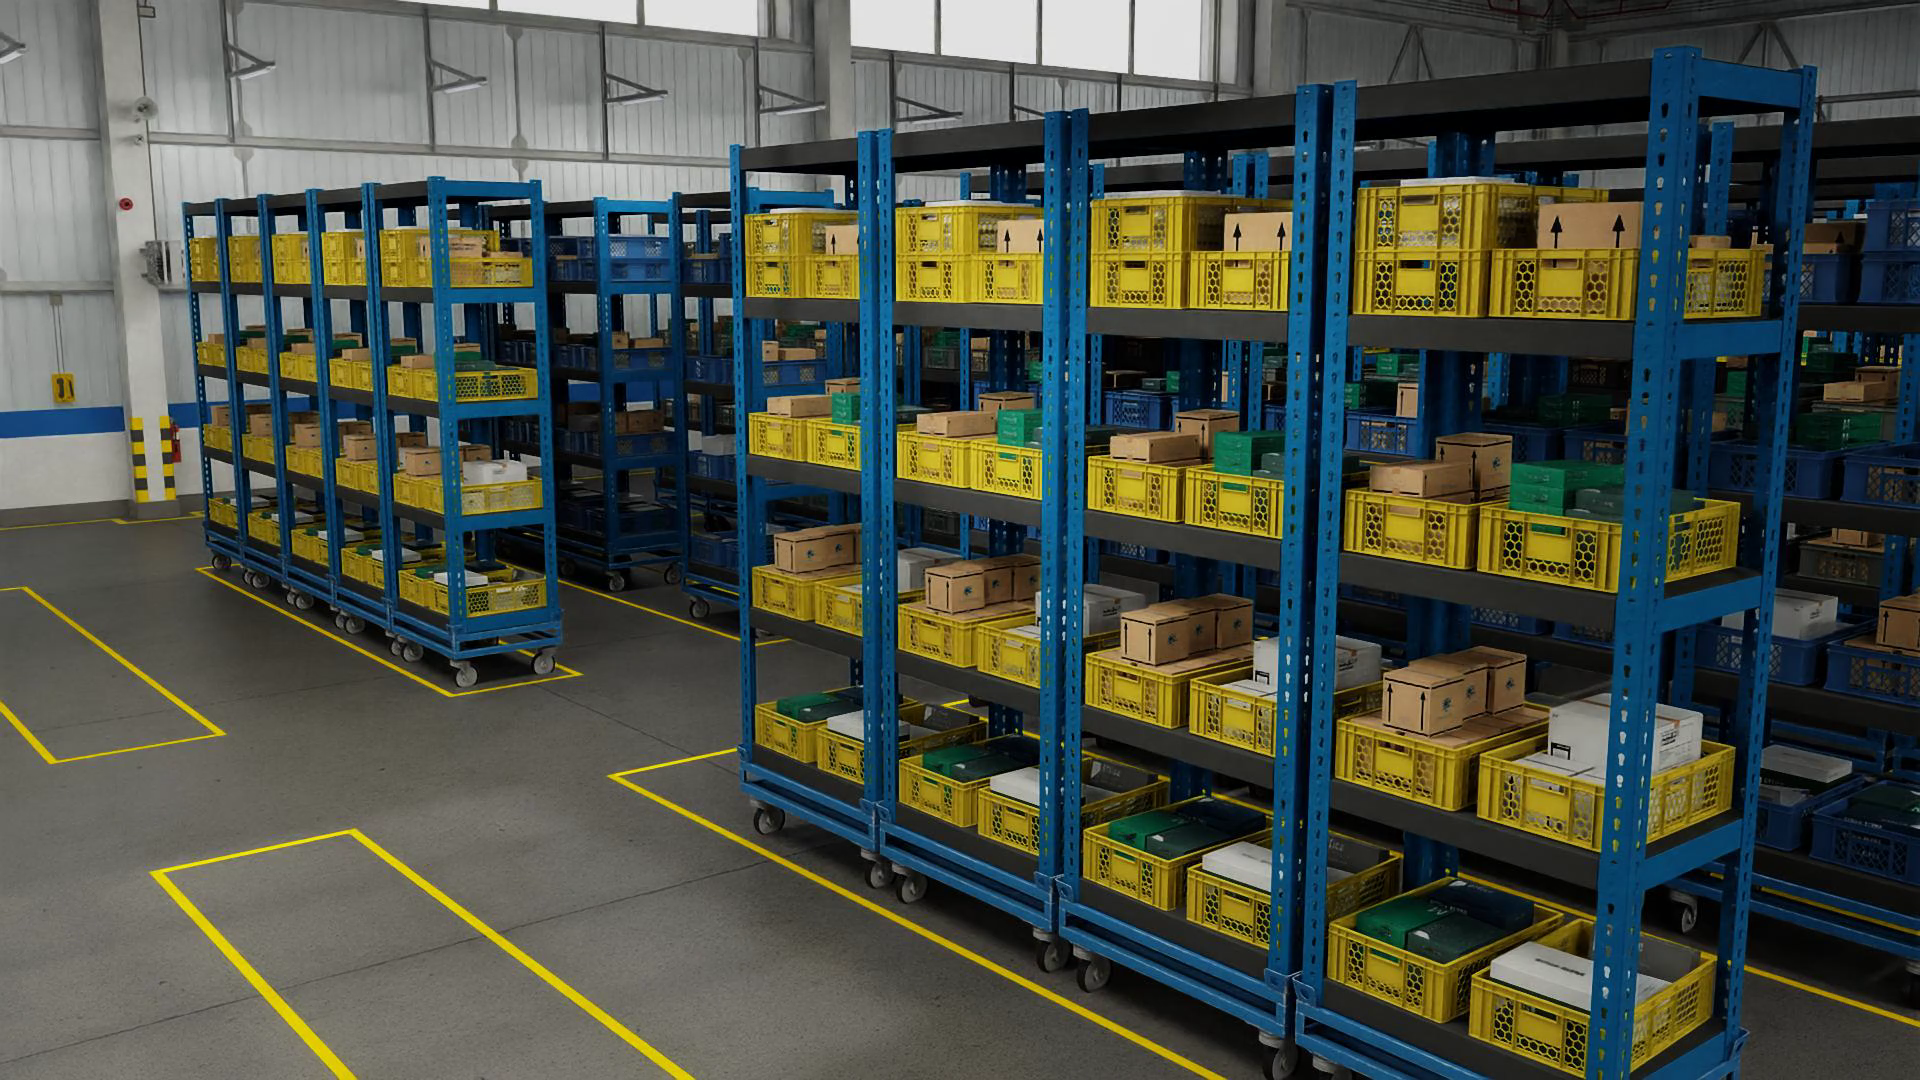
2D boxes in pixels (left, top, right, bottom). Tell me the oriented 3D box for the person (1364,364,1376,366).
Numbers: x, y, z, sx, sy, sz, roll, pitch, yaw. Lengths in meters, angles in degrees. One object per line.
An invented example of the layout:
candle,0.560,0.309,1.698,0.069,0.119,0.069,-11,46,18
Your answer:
person,4.746,-1.147,19.318,0.617,1.935,1.016,-5,10,-26

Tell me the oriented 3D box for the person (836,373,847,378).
person,-1.321,-1.042,18.985,0.571,1.845,0.383,-8,12,-39
